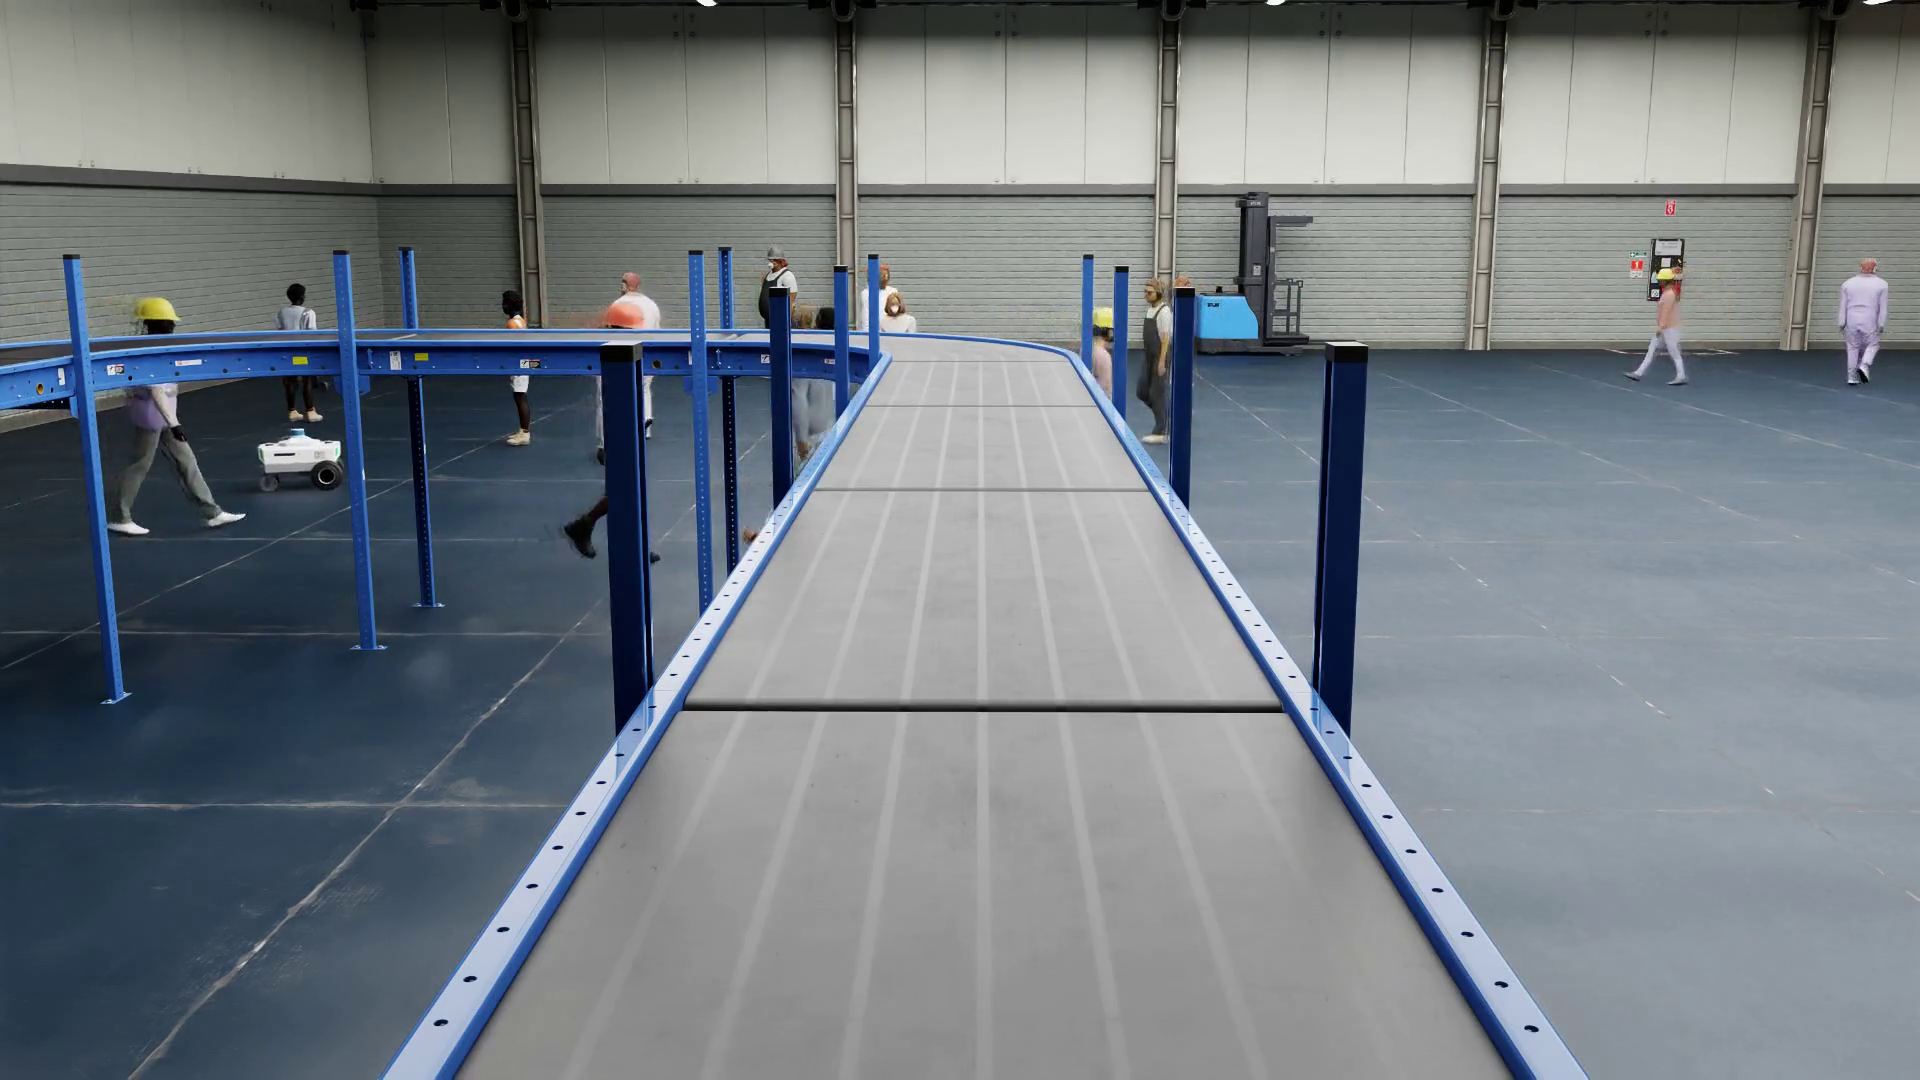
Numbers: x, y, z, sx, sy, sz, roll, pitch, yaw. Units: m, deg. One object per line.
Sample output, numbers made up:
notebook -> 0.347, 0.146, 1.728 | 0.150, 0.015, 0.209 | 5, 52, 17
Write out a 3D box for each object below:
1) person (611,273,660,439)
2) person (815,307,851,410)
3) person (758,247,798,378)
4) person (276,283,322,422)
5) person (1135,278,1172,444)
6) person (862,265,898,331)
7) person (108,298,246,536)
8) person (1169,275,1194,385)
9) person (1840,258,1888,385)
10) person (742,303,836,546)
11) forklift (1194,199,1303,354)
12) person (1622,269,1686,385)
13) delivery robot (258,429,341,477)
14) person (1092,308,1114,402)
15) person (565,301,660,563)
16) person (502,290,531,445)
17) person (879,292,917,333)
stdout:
person -> -3.632, -2.063, 18.757 | 0.561, 1.877, 0.669 | 9, 14, 40
person -> -1.240, -1.300, 15.302 | 0.533, 1.685, 0.546 | -10, 15, -43
person -> -2.853, -3.488, 25.758 | 0.536, 2.000, 0.673 | -9, 14, -38
person -> -8.128, -2.304, 20.473 | 0.530, 1.690, 0.322 | 2, 11, 12
person -> 2.191, -1.990, 18.513 | 0.430, 1.833, 0.521 | -5, 12, -22
person -> -0.993, -2.726, 22.193 | 0.599, 1.857, 0.722 | -7, 13, -34
person -> -6.311, -0.969, 13.157 | 1.016, 1.869, 0.601 | -2, 11, -9
person -> 3.302, -3.117, 24.783 | 0.272, 1.636, 0.507 | -4, 12, -20
person -> 13.494, -3.259, 24.864 | 0.648, 1.895, 0.452 | 10, 15, 41
person -> -1.105, -0.796, 12.256 | 1.087, 1.875, 0.645 | 6, 12, 27
forklift -> 5.313, -4.851, 30.603 | 1.873, 2.768, 1.129 | 0, 11, 1
person -> 10.489, -3.186, 24.921 | 0.903, 1.720, 0.557 | 3, 11, 14
delivery robot -> -6.155, -0.795, 15.509 | 0.707, 0.478, 0.477 | -3, 12, -17
person -> 1.208, -1.062, 13.918 | 0.593, 1.743, 0.558 | -2, 11, -9
person -> -2.484, -0.761, 11.960 | 0.590, 1.914, 0.572 | 0, 11, 2
person -> -4.917, -1.907, 18.415 | 0.316, 1.696, 0.540 | -2, 11, -10
person -> -0.751, -2.109, 19.665 | 0.511, 1.616, 0.519 | 0, 11, -1
